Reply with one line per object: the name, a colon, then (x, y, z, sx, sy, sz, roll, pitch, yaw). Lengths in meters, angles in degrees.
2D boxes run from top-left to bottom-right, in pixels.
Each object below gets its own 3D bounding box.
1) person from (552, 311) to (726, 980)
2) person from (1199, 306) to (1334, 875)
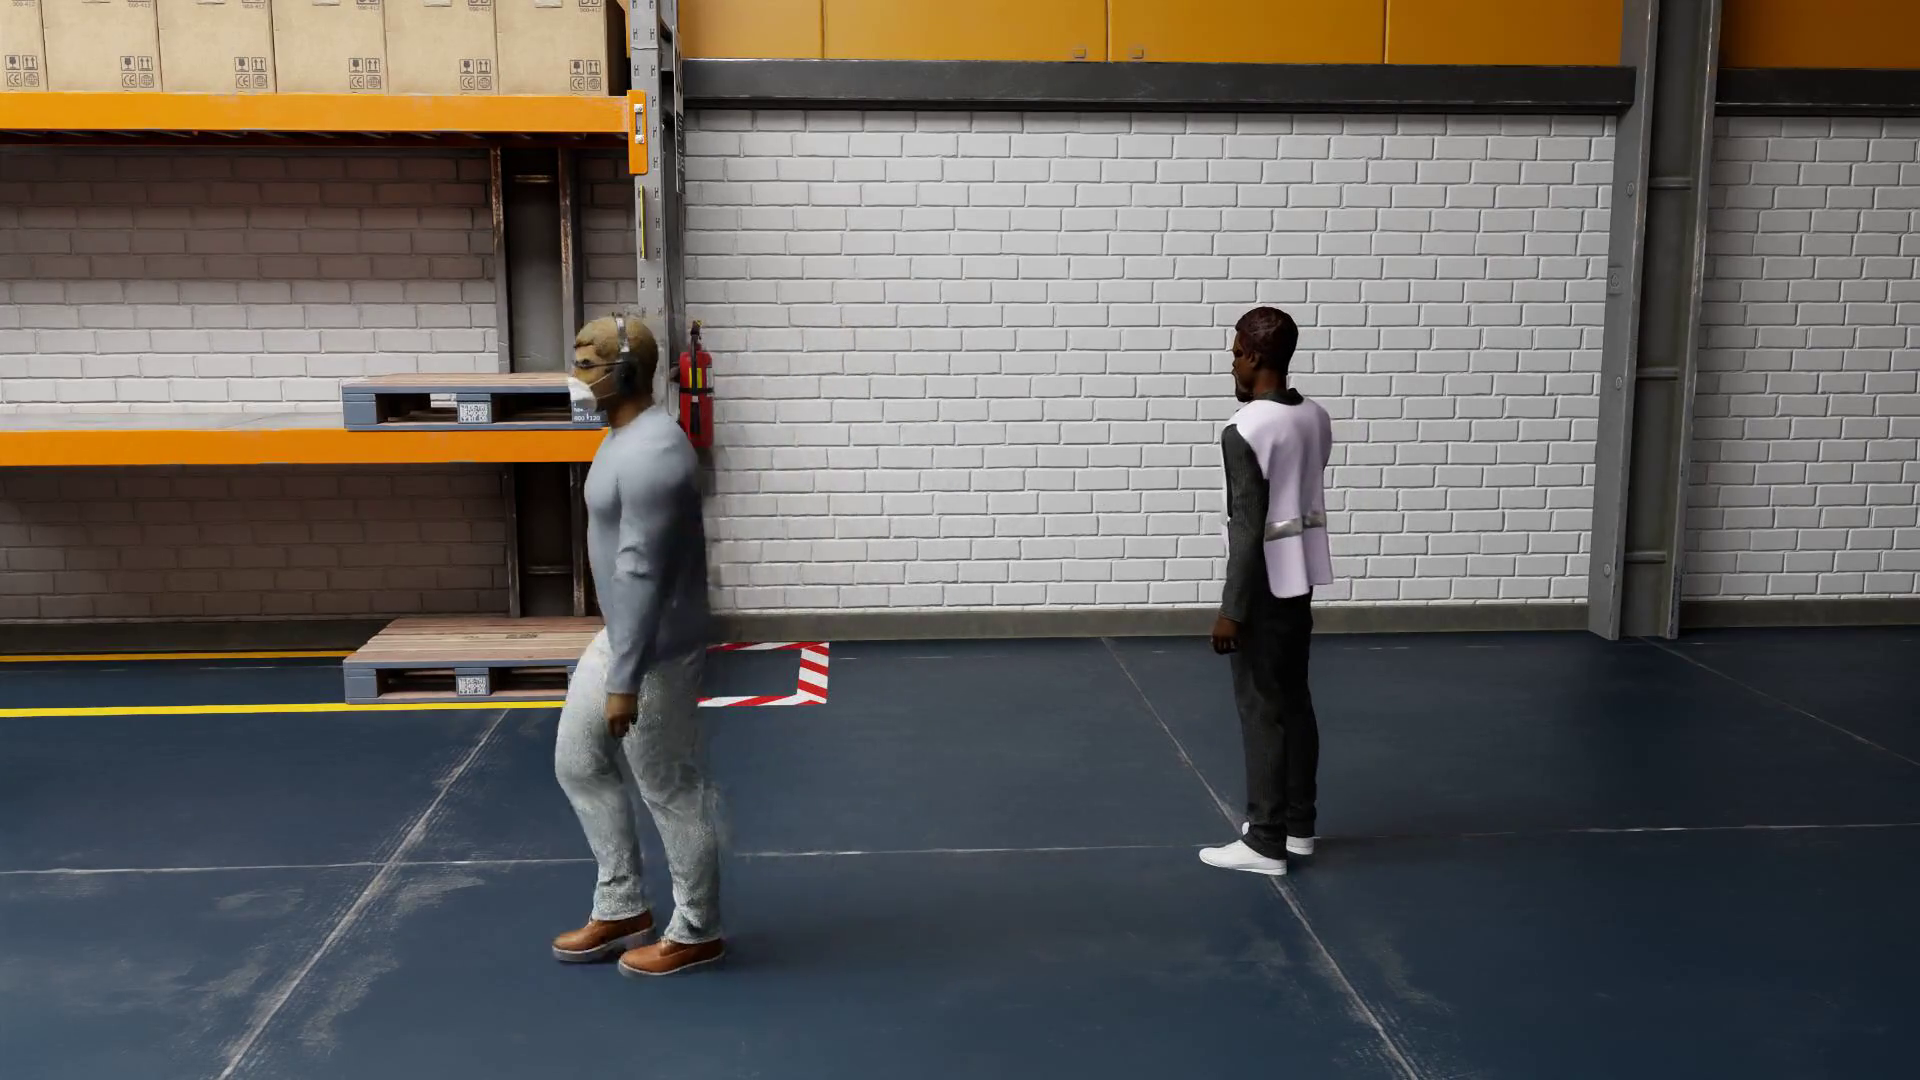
person: (-0.966, 0.325, 4.687, 0.649, 1.917, 0.653, -3, 10, -18)
person: (1.062, 0.175, 5.643, 0.370, 1.916, 0.597, 7, 11, 36)
